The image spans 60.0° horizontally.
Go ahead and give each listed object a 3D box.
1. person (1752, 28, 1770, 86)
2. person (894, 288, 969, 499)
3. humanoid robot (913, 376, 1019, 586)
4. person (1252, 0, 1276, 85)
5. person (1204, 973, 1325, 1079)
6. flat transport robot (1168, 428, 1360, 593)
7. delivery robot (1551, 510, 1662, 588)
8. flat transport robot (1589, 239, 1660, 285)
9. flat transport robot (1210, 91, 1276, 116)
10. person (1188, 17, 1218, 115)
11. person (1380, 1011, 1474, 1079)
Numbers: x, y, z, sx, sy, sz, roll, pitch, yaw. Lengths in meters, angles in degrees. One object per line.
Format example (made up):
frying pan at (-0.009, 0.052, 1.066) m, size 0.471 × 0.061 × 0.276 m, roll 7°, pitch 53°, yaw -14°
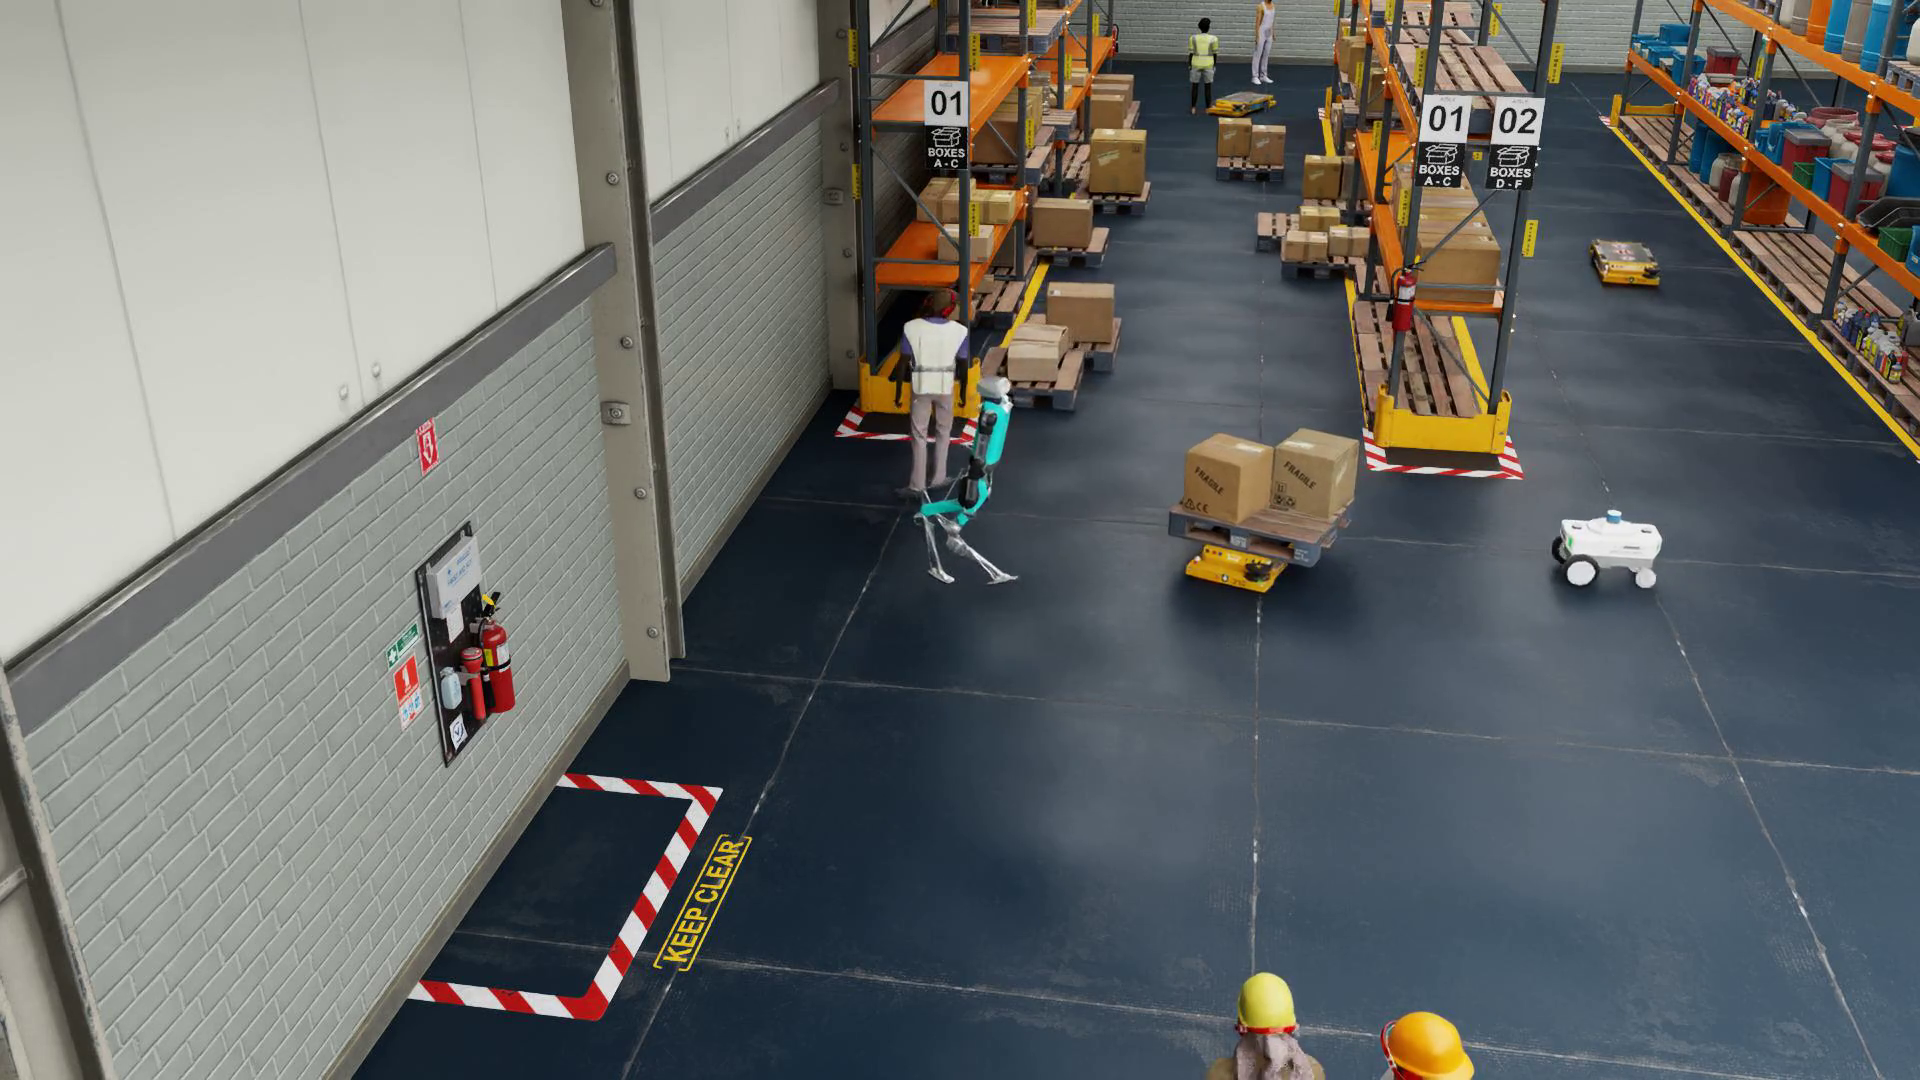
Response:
person at (15.775, -9.803, 32.573) m, size 0.326 × 1.764 × 0.524 m, roll -18°, pitch 30°, yaw -33°
person at (-0.263, -1.243, 14.212) m, size 0.691 × 1.806 × 0.426 m, roll -3°, pitch 25°, yaw -6°
humanoid robot at (-0.017, -0.414, 12.486) m, size 0.967 × 1.721 × 0.546 m, roll 7°, pitch 26°, yaw 15°
person at (6.033, -9.937, 32.749) m, size 0.519 × 1.858 × 0.388 m, roll -17°, pitch 30°, yaw -32°
person at (1.160, 2.403, 6.476) m, size 0.552 × 1.738 × 0.633 m, roll 2°, pitch 25°, yaw 5°
flat transport robot at (2.391, 0.007, 13.343) m, size 0.659 × 0.231 × 1.431 m, roll 14°, pitch 28°, yaw 27°
delivery robot at (5.005, 0.058, 12.895) m, size 0.778 × 0.594 × 0.499 m, roll 3°, pitch 25°, yaw 7°
flat transport robot at (8.301, -3.479, 20.805) m, size 0.659 × 0.231 × 1.431 m, roll 5°, pitch 26°, yaw 11°
flat transport robot at (5.175, -7.990, 30.459) m, size 0.659 × 0.231 × 1.431 m, roll 17°, pitch 30°, yaw 33°
person at (4.349, -8.499, 29.855) m, size 0.535 × 1.698 × 0.322 m, roll 5°, pitch 26°, yaw 11°
person at (1.598, 2.495, 6.112) m, size 0.380 × 1.890 × 0.563 m, roll 19°, pitch 31°, yaw 35°
